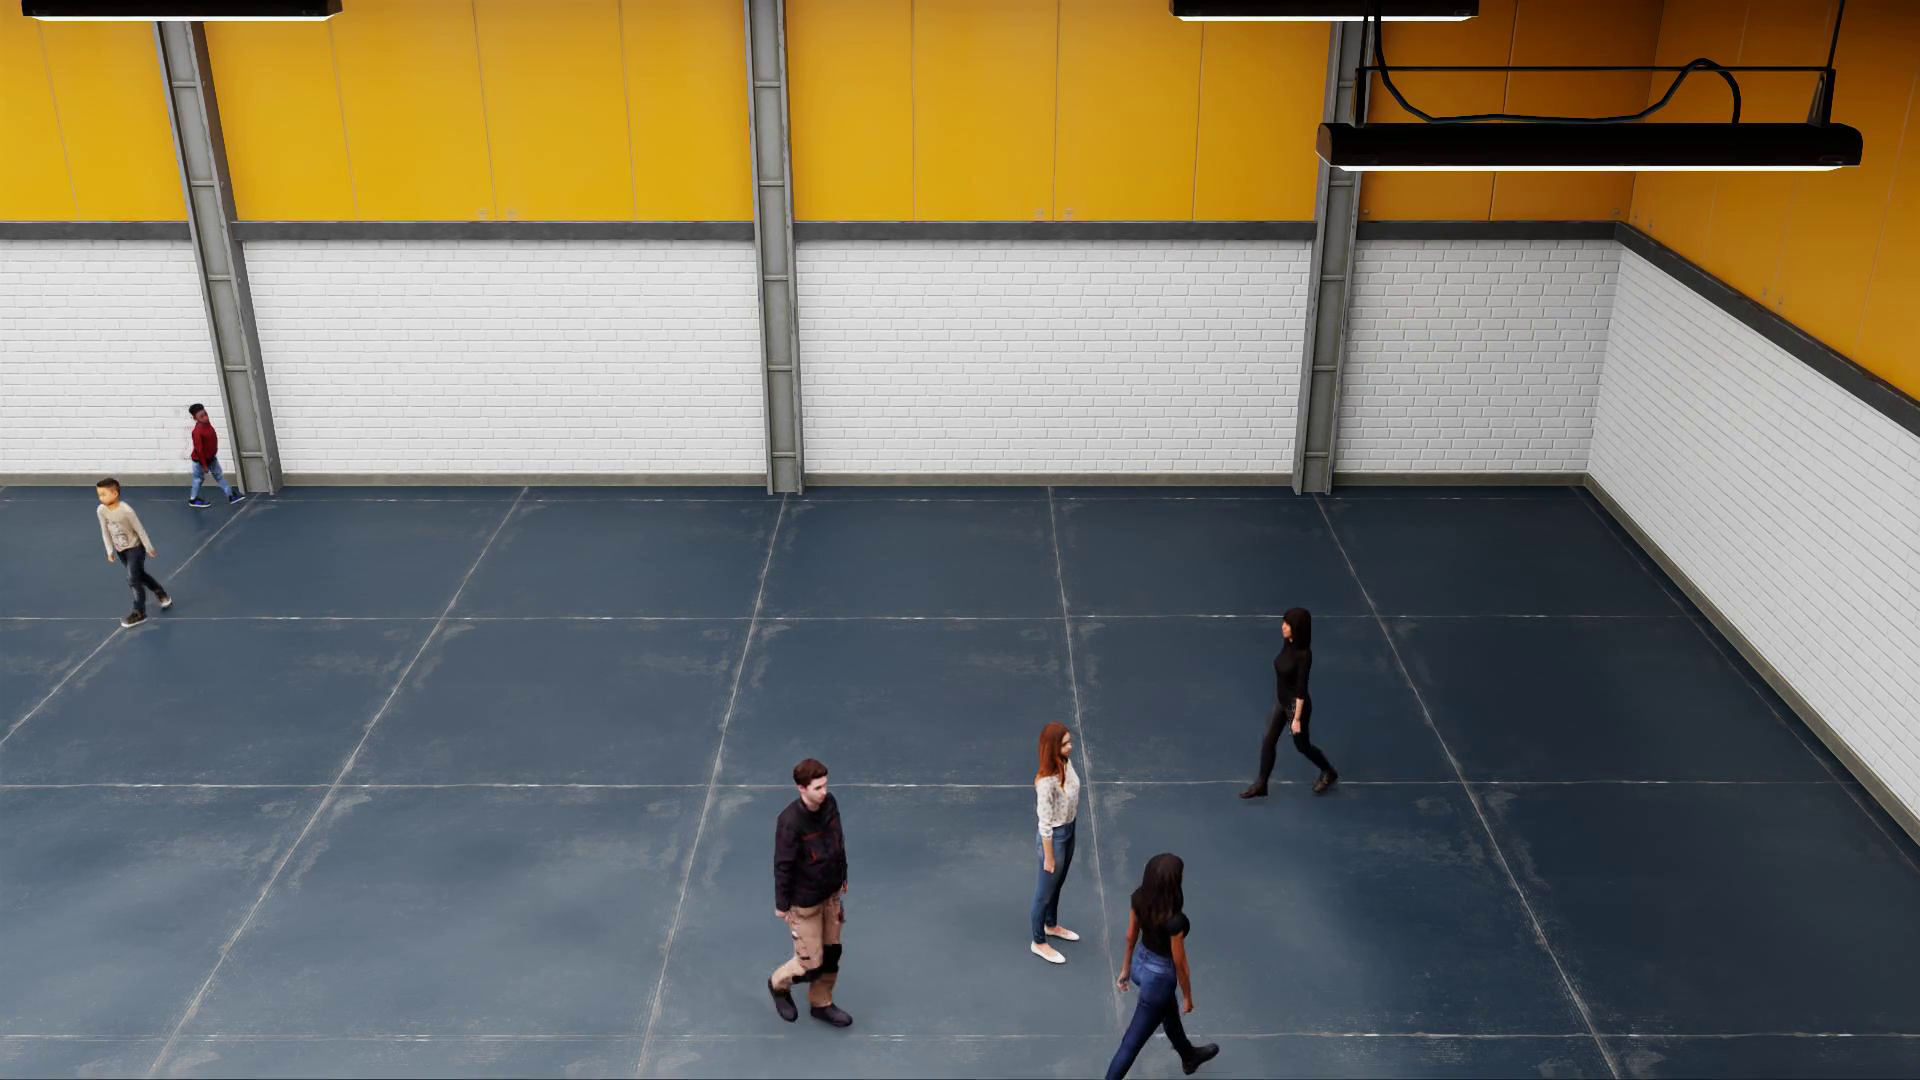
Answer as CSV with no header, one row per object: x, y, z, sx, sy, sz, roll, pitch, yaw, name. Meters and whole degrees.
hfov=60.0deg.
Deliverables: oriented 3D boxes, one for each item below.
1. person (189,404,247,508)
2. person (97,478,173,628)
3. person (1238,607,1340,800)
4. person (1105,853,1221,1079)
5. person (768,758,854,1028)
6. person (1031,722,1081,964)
-8.349,-0.915,18.258,0.882,1.222,0.599,1,24,1,person
-7.808,0.066,15.755,0.890,1.430,0.792,5,24,12,person
2.628,1.275,12.763,1.116,1.611,0.794,-7,25,-16,person
1.054,2.619,9.601,1.251,1.682,1.030,-14,27,-30,person
-0.969,2.171,10.337,0.967,1.914,0.903,14,27,30,person
0.628,1.971,11.025,0.637,1.729,0.651,10,26,23,person
